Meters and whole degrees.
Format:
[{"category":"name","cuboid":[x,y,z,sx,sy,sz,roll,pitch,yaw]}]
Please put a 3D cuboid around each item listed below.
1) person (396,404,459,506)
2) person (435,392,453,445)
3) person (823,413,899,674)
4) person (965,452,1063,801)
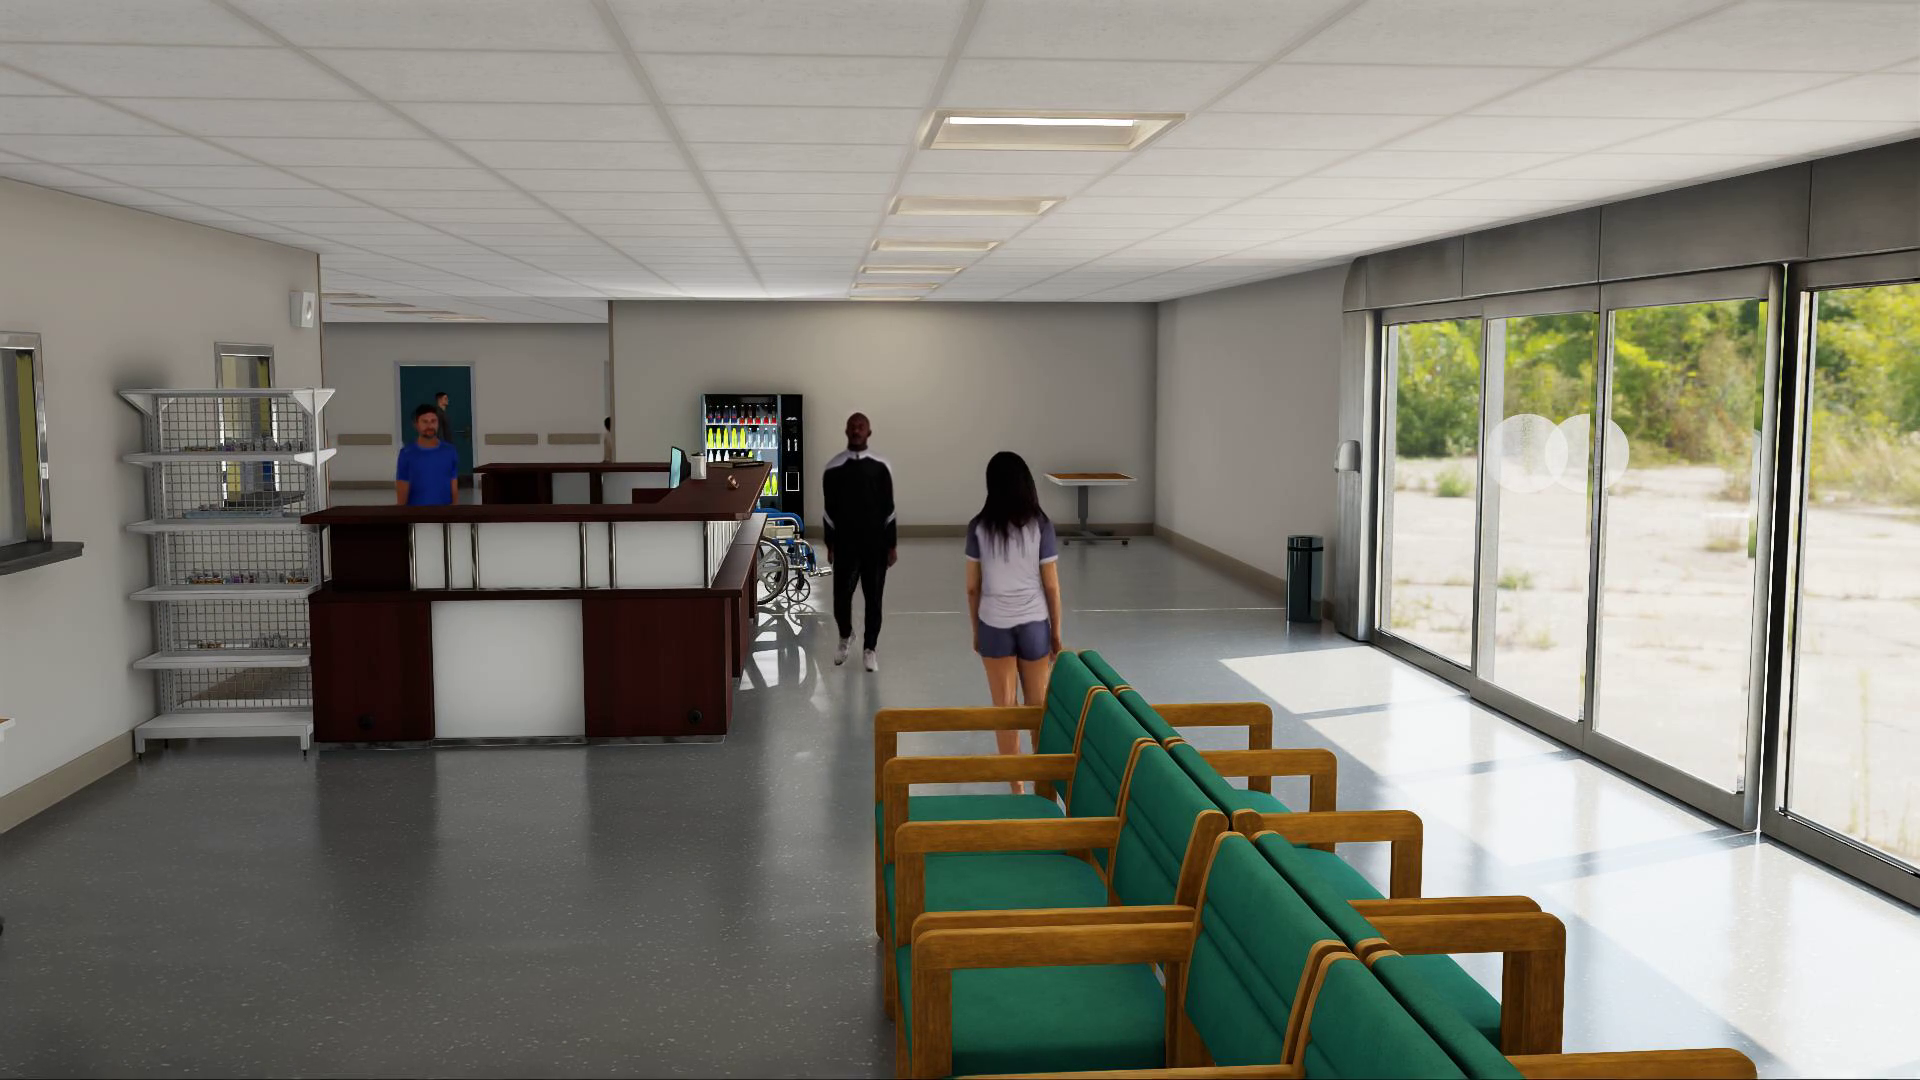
[{"category":"person","cuboid":[-4.003,-0.067,12.496,1.210,1.816,1.001,-3,6,-28]},{"category":"person","cuboid":[-8.846,-1.645,28.451,0.553,1.761,0.627,-1,6,-9]},{"category":"person","cuboid":[-0.696,0.001,11.809,0.600,1.818,0.724,0,6,-4]},{"category":"person","cuboid":[0.251,0.457,7.790,0.582,1.714,0.673,0,6,2]}]
